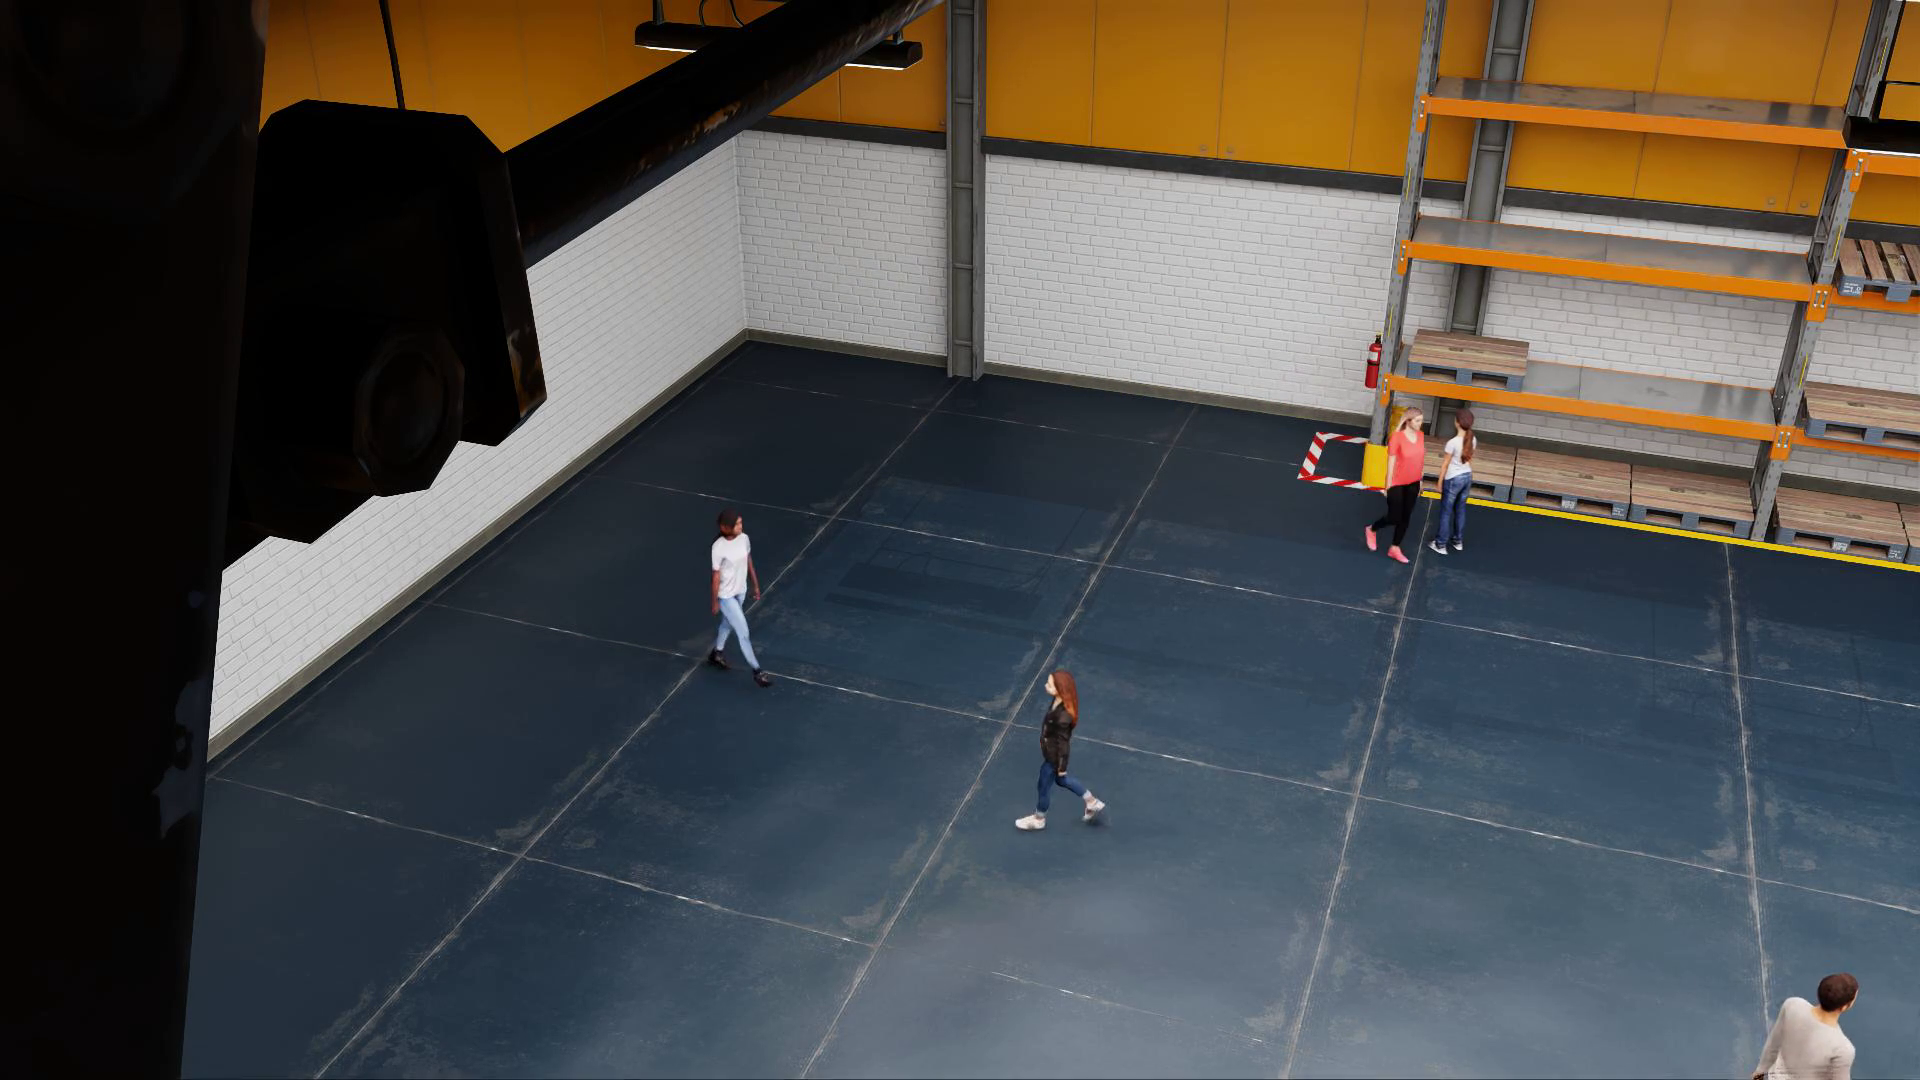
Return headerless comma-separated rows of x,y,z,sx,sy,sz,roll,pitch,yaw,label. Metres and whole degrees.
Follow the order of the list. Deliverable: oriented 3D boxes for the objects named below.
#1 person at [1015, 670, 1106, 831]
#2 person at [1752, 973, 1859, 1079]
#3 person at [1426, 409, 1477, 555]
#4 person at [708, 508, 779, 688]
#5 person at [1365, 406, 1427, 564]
0.822,1.643,12.889,1.008,1.463,0.773,0,29,0,person
4.735,3.229,9.573,0.833,1.854,0.791,-10,30,-18,person
5.053,-0.612,16.917,0.623,1.563,0.684,-12,31,-22,person
-2.090,0.479,14.794,1.147,1.681,0.745,17,33,28,person
4.388,-0.588,16.749,0.806,1.682,0.875,-14,32,-24,person
